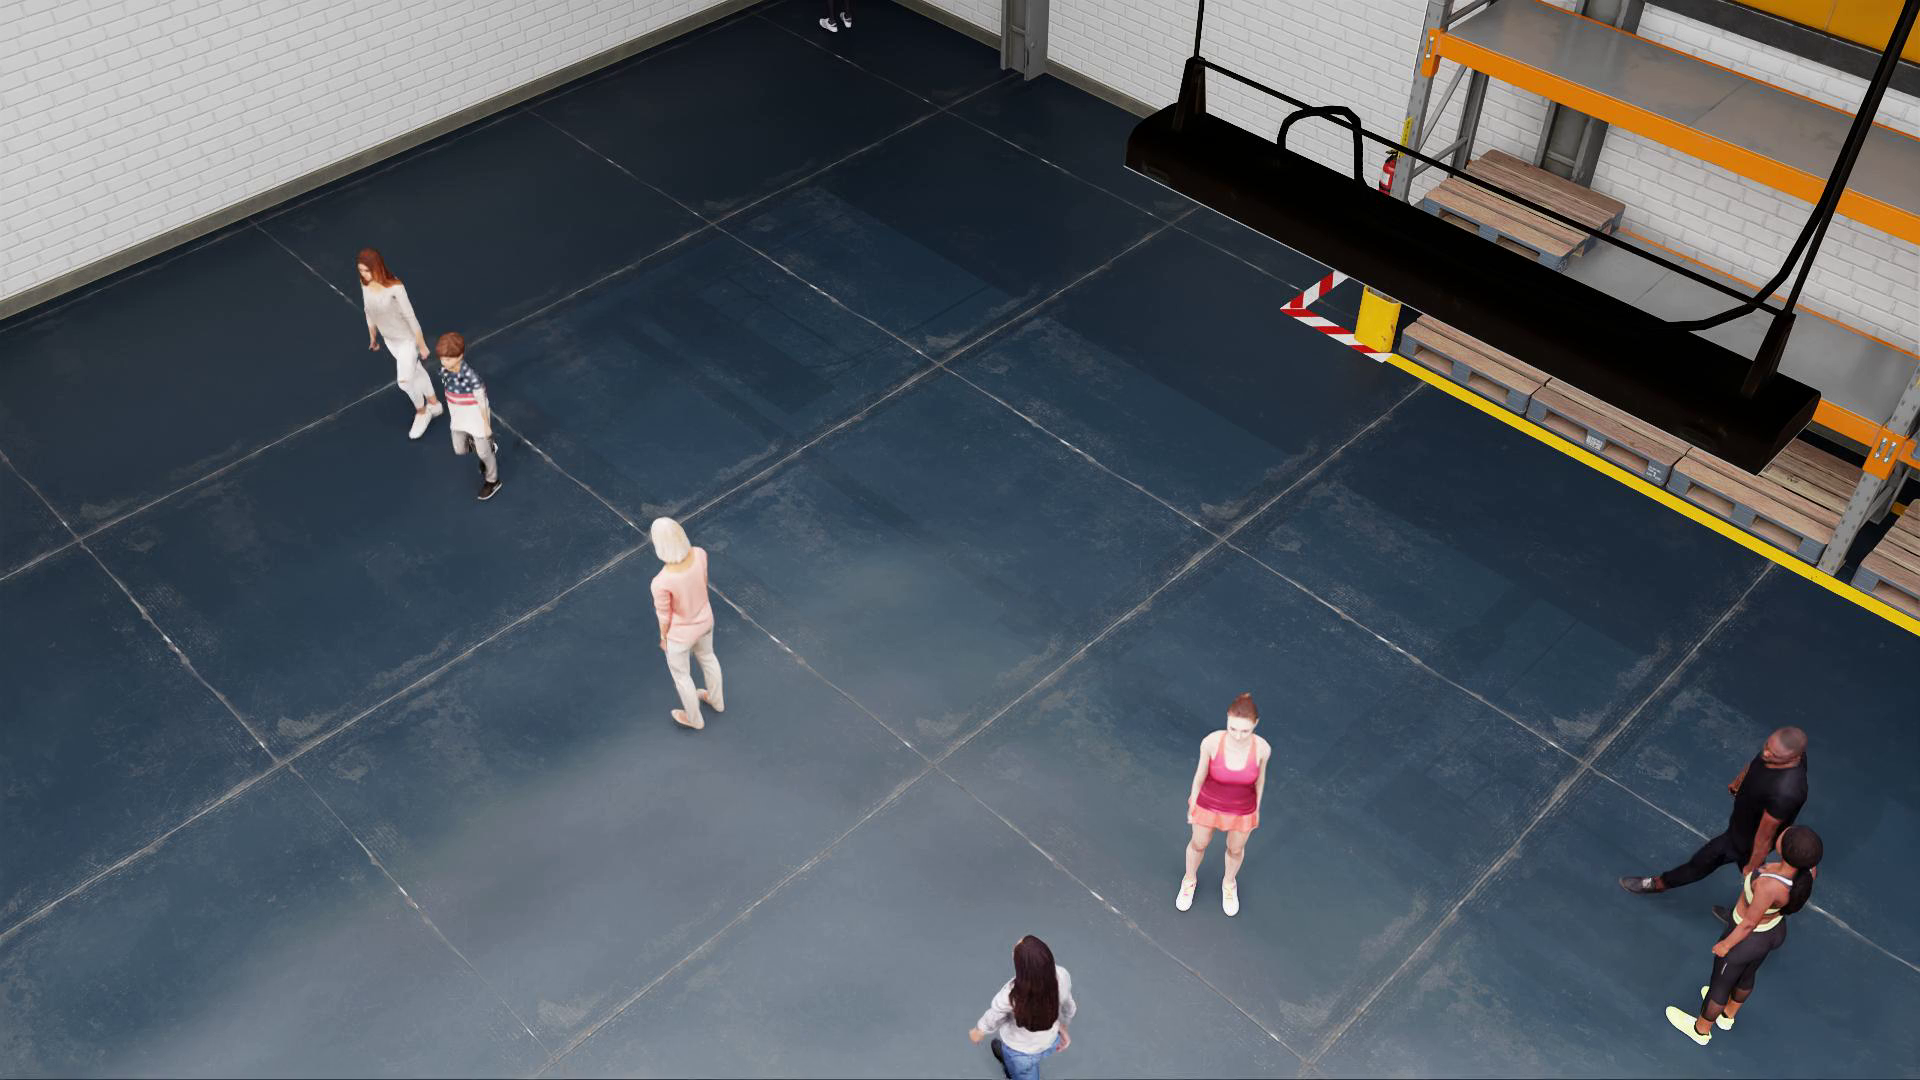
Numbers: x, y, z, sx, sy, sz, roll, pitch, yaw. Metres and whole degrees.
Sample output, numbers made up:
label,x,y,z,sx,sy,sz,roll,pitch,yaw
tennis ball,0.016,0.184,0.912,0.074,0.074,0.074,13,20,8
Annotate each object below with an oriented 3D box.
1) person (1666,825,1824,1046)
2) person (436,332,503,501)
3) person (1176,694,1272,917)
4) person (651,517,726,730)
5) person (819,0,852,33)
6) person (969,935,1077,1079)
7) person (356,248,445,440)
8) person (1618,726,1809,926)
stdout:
label,x,y,z,sx,sy,sz,roll,pitch,yaw
person,4.220,2.108,8.843,0.621,1.755,0.597,-20,47,-20
person,-3.593,-0.964,12.302,0.691,1.429,0.719,14,45,15
person,1.517,1.512,9.469,0.649,1.752,0.723,5,44,5
person,-1.716,0.528,10.524,0.566,1.724,0.622,26,49,25
person,-1.344,-6.296,17.624,0.697,1.809,0.598,-24,49,-23
person,0.406,2.618,8.422,0.743,1.596,1.006,-26,49,-24
person,-4.241,-1.600,12.787,0.669,1.682,0.785,23,48,22
person,4.505,1.664,9.297,1.191,1.770,1.030,21,47,21
